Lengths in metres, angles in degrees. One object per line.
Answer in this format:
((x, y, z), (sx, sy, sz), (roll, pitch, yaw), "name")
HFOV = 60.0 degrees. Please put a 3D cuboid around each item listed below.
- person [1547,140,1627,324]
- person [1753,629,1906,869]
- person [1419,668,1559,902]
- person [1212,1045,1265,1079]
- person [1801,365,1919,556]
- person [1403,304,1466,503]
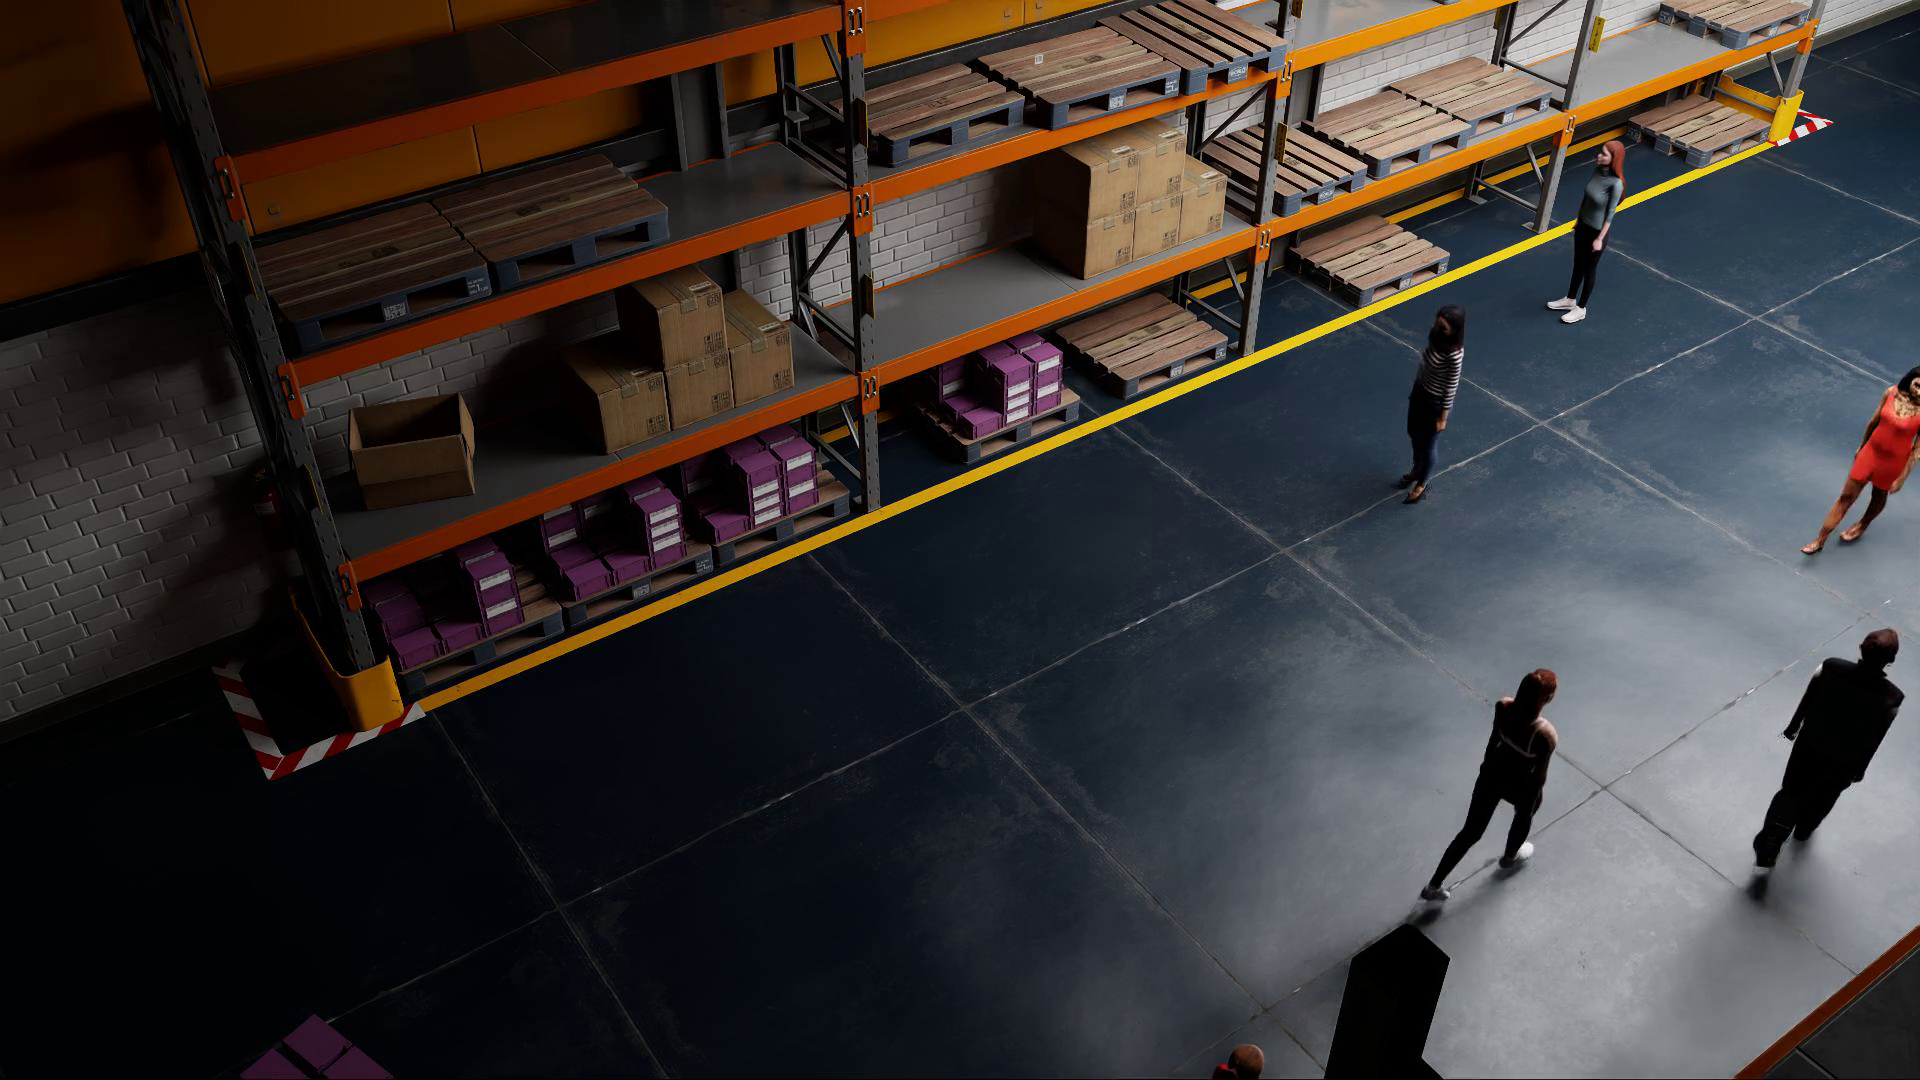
((5.689, -2.779, 14.957), (0.667, 1.742, 0.660), (-7, 39, -8), "person")
((5.125, 1.260, 9.840), (0.815, 1.817, 1.137), (29, 47, 31), "person")
((3.106, 1.470, 9.667), (1.170, 1.704, 0.590), (-25, 45, -27), "person")
((1.364, 2.909, 8.205), (0.552, 1.281, 0.574), (26, 46, 29), "person")
((6.893, -0.618, 12.302), (0.990, 1.678, 0.617), (-23, 44, -26), "person")
((3.621, -1.055, 12.761), (0.665, 1.788, 0.702), (-5, 39, -7), "person")
